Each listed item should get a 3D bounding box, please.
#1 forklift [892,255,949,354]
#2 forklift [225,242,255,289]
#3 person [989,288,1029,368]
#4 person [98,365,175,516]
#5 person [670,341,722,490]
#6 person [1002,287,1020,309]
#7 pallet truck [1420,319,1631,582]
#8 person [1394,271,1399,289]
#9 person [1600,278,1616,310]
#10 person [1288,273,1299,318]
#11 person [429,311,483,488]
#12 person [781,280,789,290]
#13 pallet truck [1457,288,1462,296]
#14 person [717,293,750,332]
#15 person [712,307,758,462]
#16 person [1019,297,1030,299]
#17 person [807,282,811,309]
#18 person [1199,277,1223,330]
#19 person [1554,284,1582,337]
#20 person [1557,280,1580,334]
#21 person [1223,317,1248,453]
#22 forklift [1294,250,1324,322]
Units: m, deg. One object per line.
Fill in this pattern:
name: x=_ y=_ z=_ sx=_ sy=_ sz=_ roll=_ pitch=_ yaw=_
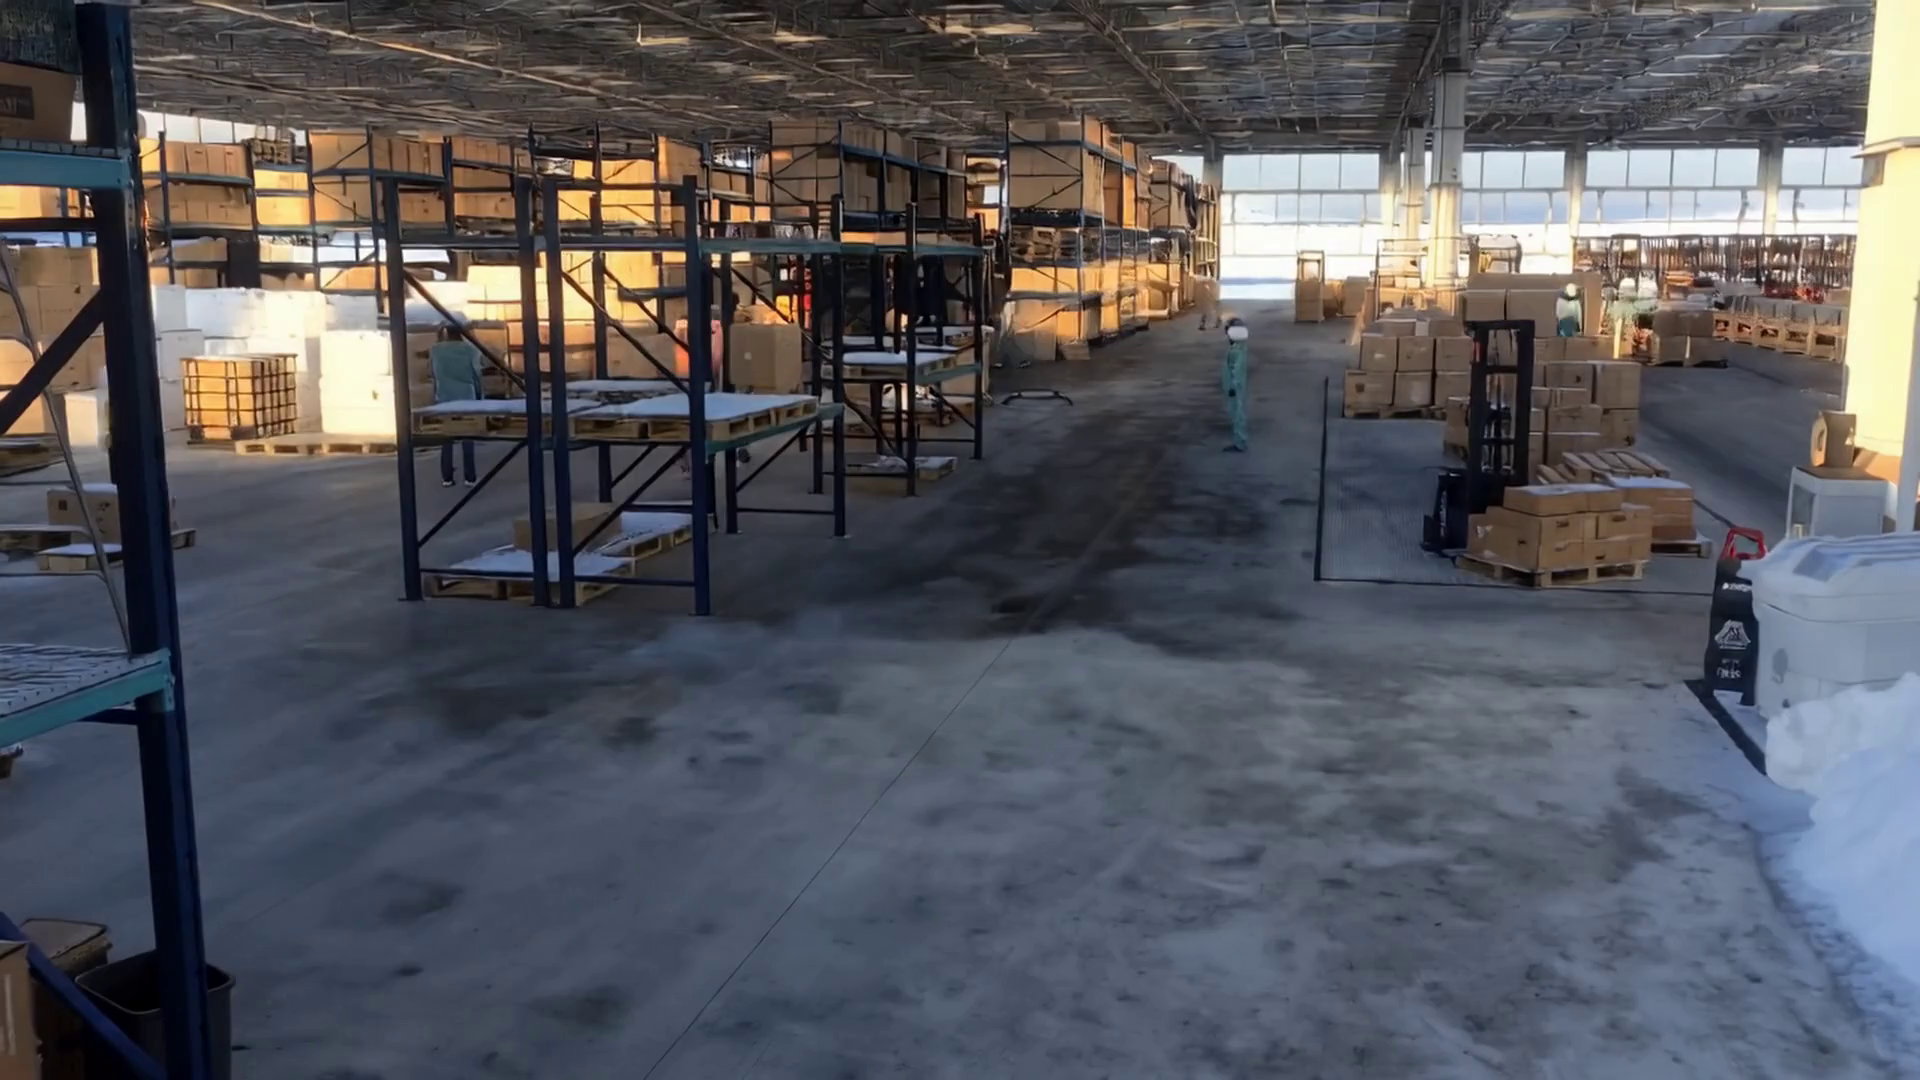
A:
forklift: x=-1.007 y=-5.967 z=41.543 sx=1.129 sy=2.768 sz=1.873 roll=2 pitch=10 yaw=12
forklift: x=-15.410 y=-4.993 z=35.774 sx=1.873 sy=2.768 sz=1.129 roll=-7 pitch=12 yaw=-38
person: x=1.171 y=-4.856 z=38.072 sx=0.923 sy=1.835 sz=0.532 roll=-4 pitch=10 yaw=-23
person: x=-7.709 y=-1.042 z=15.509 sx=0.793 sy=1.827 sz=0.505 roll=6 pitch=11 yaw=31
person: x=-2.891 y=-1.515 z=18.139 sx=0.605 sy=1.888 sz=0.949 roll=-5 pitch=11 yaw=-25
person: x=1.486 y=-6.517 z=48.337 sx=0.540 sy=1.682 sz=0.447 roll=2 pitch=10 yaw=12
pallet truck: x=4.543 y=-0.757 z=13.299 sx=0.823 sy=1.965 sz=1.885 roll=-4 pitch=10 yaw=-22
person: x=20.041 y=-11.325 z=76.076 sx=0.839 sy=1.927 sz=0.638 roll=9 pitch=13 yaw=44
person: x=22.048 y=-8.006 z=56.723 sx=0.601 sy=1.827 sz=0.403 roll=-5 pitch=11 yaw=-26
person: x=13.889 y=-10.089 z=68.781 sx=0.665 sy=1.914 sz=0.723 roll=4 pitch=10 yaw=23
person: x=-5.444 y=-1.517 z=18.052 sx=0.581 sy=1.919 sz=0.398 roll=1 pitch=10 yaw=7
person: x=-7.309 y=-10.115 z=69.818 sx=0.546 sy=1.609 sz=0.700 roll=2 pitch=10 yaw=11
pallet truck: x=20.506 y=-9.785 z=68.819 sx=0.653 sy=1.274 sz=1.630 roll=2 pitch=10 yaw=12
person: x=-3.604 y=-2.958 z=26.493 sx=0.400 sy=1.952 sz=0.618 roll=9 pitch=13 yaw=41
person: x=-2.787 y=-1.920 z=20.480 sx=0.642 sy=1.905 sz=0.716 roll=-4 pitch=10 yaw=-23
person: x=2.163 y=-7.464 z=53.912 sx=0.541 sy=1.694 sz=0.316 roll=-5 pitch=11 yaw=-27
person: x=-5.171 y=-8.638 z=59.933 sx=0.634 sy=2.004 sz=0.902 roll=0 pitch=10 yaw=-2
person: x=8.799 y=-8.259 z=58.121 sx=0.941 sy=1.855 sz=0.631 roll=2 pitch=10 yaw=10
person: x=13.159 y=-4.564 z=36.020 sx=0.544 sy=1.938 sz=0.355 roll=3 pitch=10 yaw=15
person: x=13.553 y=-4.755 z=36.846 sx=0.838 sy=2.000 sz=0.705 roll=6 pitch=11 yaw=31
person: x=3.531 y=-1.980 z=21.293 sx=0.301 sy=1.745 sz=0.483 roll=3 pitch=10 yaw=19
forklift: x=13.778 y=-10.002 z=65.433 sx=1.129 sy=2.768 sz=1.873 roll=2 pitch=10 yaw=12
